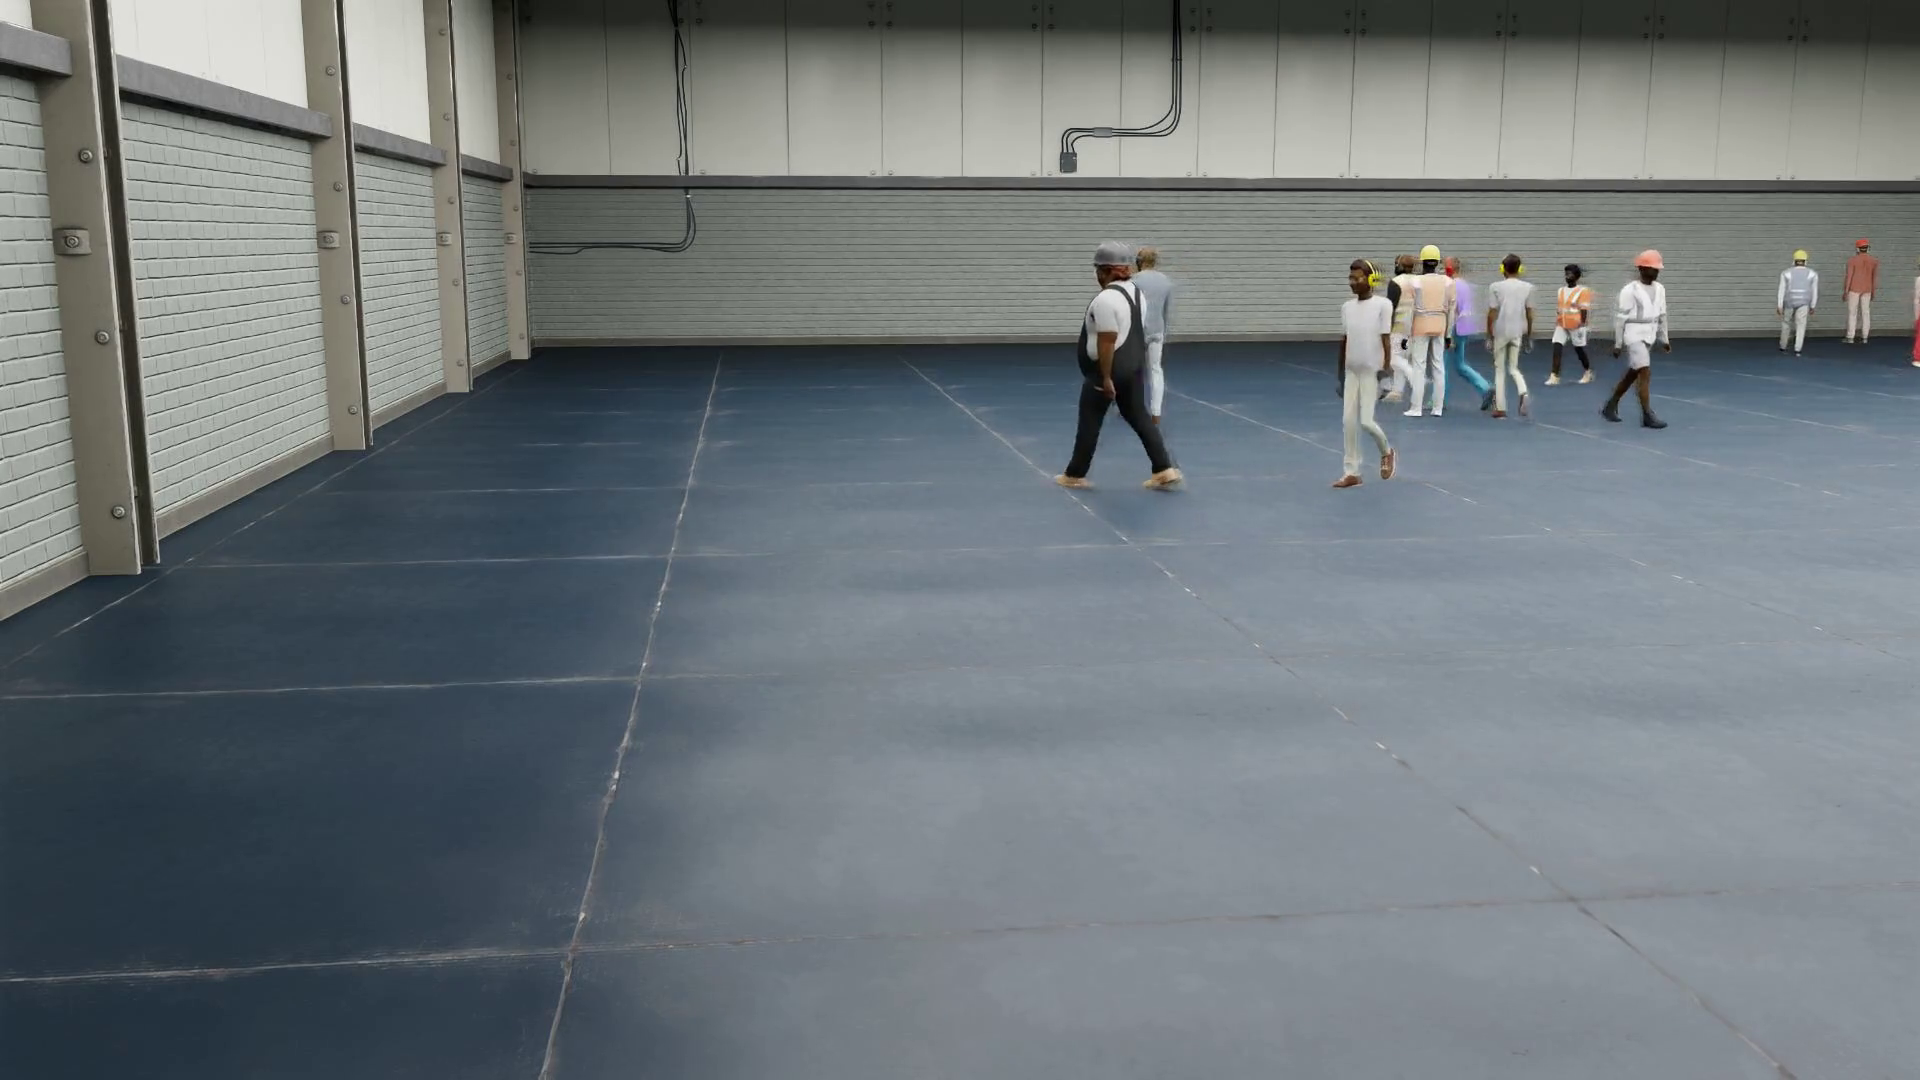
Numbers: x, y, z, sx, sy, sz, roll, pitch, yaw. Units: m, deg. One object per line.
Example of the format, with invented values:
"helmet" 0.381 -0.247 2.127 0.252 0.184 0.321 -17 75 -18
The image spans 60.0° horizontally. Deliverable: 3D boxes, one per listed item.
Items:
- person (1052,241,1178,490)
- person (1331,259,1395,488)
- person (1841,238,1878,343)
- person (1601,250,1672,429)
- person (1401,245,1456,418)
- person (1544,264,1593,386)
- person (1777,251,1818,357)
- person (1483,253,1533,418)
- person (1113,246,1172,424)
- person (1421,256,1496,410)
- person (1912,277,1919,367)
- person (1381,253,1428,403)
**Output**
"person" 1.281 -1.409 13.294 1.011 2.000 0.675 8 13 36
"person" 3.287 -1.338 13.430 0.533 1.851 0.538 -8 13 -39
"person" 17.199 -4.763 31.816 0.623 1.989 0.400 0 10 -1
"person" 7.281 -2.170 17.892 0.538 1.895 0.971 -5 12 -27
"person" 5.247 -2.335 18.681 0.586 1.928 0.369 -1 10 -6
"person" 8.368 -2.933 22.690 0.831 1.660 0.533 -6 12 -32
"person" 14.288 -4.038 28.417 0.620 1.777 0.943 4 11 20
"person" 6.103 -2.245 18.440 0.501 1.847 0.538 -1 10 -5
"person" 1.971 -2.238 18.194 0.654 1.910 0.772 -6 12 -30
"person" 5.777 -2.372 19.229 0.819 1.811 0.588 7 12 34
"person" 15.014 -3.539 25.747 0.549 1.754 0.462 -2 11 -10
"person" 5.428 -2.553 20.159 0.644 1.824 0.639 -9 13 -39
